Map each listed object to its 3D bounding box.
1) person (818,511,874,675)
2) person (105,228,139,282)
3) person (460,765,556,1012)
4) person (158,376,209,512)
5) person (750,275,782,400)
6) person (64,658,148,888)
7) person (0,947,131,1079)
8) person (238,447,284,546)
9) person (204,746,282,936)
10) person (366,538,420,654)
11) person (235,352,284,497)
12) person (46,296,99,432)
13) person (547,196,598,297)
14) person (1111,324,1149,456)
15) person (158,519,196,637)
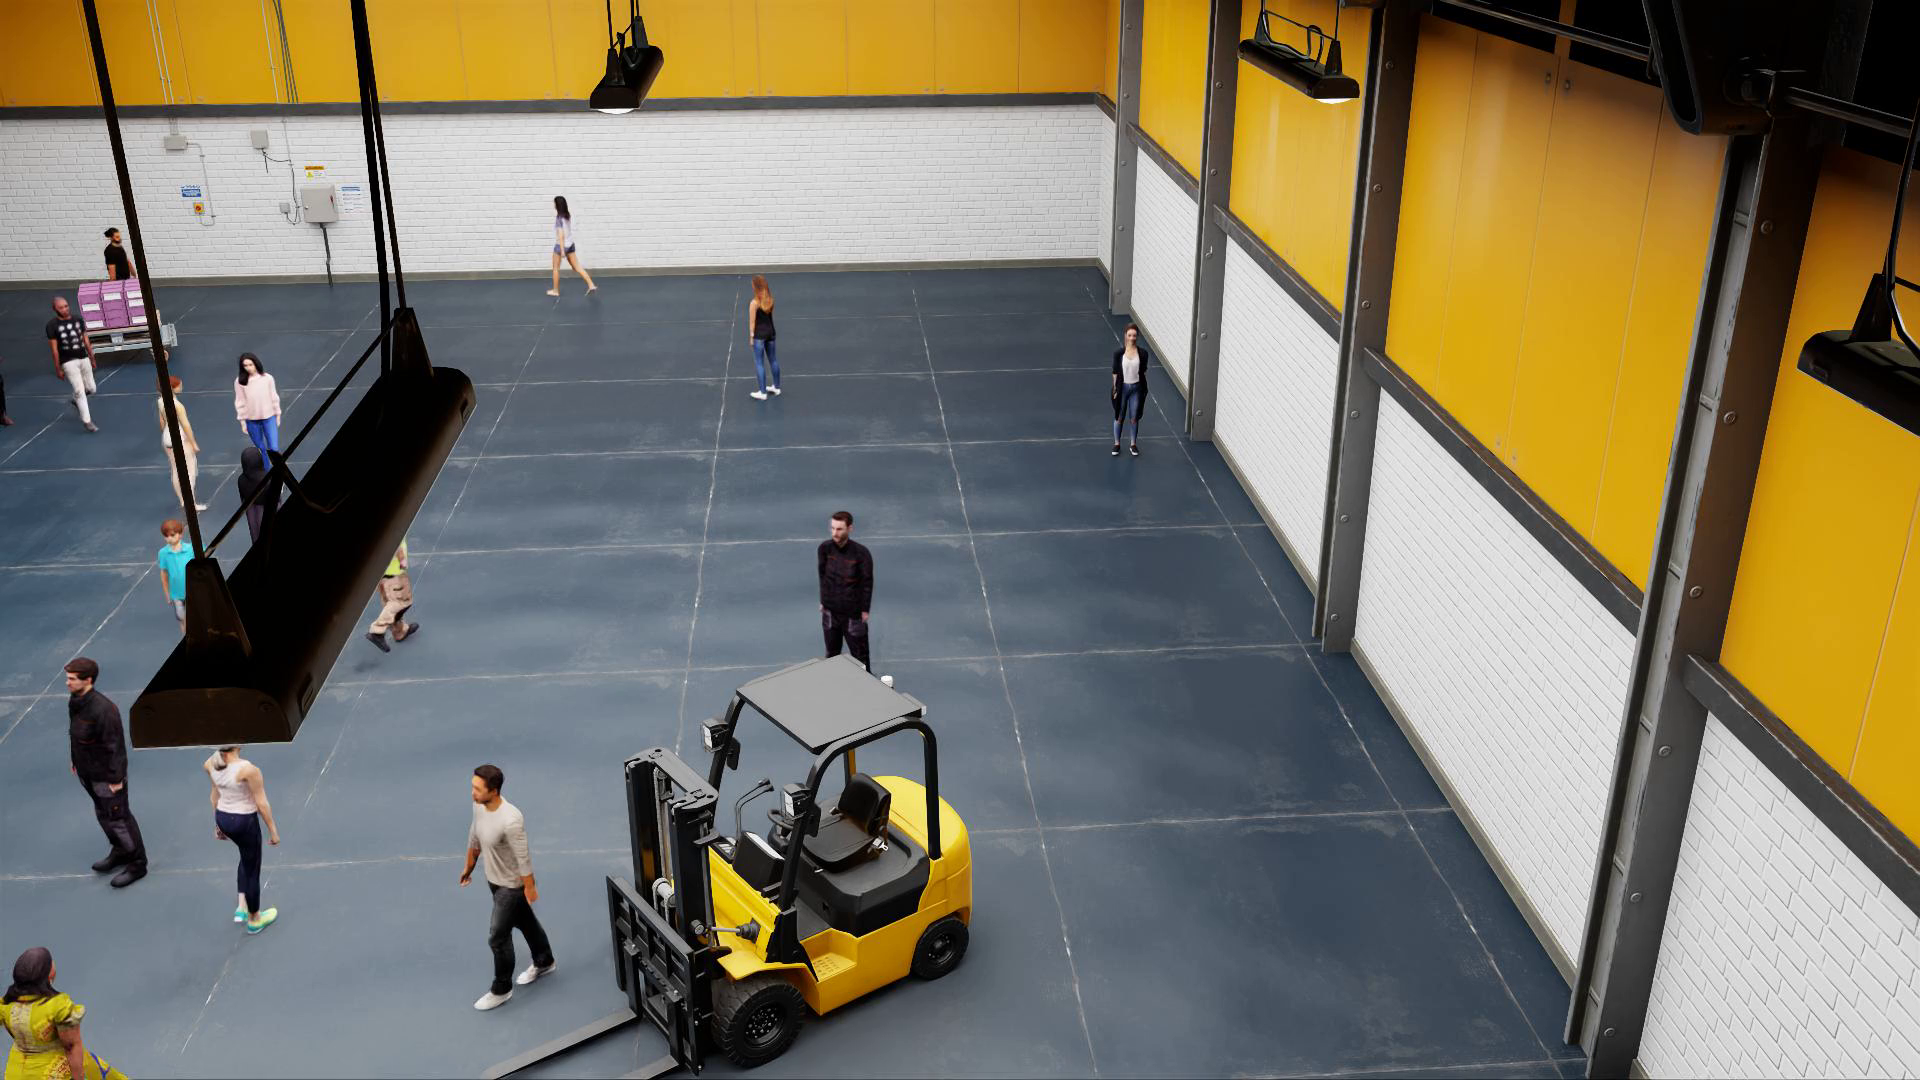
[{"bbox_3d":[-1.044,0.620,14.938,0.774,1.915,0.755,9,25,20],"label":"person"},{"bbox_3d":[-13.011,-3.935,25.605,0.886,1.718,1.048,-8,25,-19],"label":"person"},{"bbox_3d":[-2.989,2.272,11.324,0.992,1.784,0.968,-18,29,-35],"label":"person"},{"bbox_3d":[-9.110,-1.137,19.314,0.743,1.631,0.720,6,24,14],"label":"person"},{"bbox_3d":[-2.716,-2.828,23.072,0.705,1.719,0.642,18,29,35],"label":"person"},{"bbox_3d":[-6.446,1.706,12.550,0.800,1.838,0.856,18,29,36],"label":"person"},{"bbox_3d":[-5.253,3.148,9.538,0.883,1.608,1.320,1,24,1],"label":"person"},{"bbox_3d":[-7.196,-0.216,17.225,0.671,1.614,0.686,6,24,13],"label":"person"},{"bbox_3d":[-5.172,2.097,11.833,0.735,1.696,0.754,8,25,18],"label":"person"},{"bbox_3d":[-5.544,0.222,15.954,1.006,1.832,1.092,15,28,30],"label":"person"},{"bbox_3d":[-8.349,-1.414,19.836,0.825,1.719,1.170,-8,25,-18],"label":"person"},{"bbox_3d":[-11.666,-2.332,21.853,1.081,1.786,1.034,17,29,35],"label":"person"},{"bbox_3d":[-6.510,-4.868,27.766,0.929,1.696,1.147,6,24,14],"label":"person"},{"bbox_3d":[2.131,-1.899,20.991,0.650,1.682,0.588,1,24,2],"label":"person"},{"bbox_3d":[-7.400,0.445,15.930,0.588,1.441,0.701,-6,24,-14],"label":"person"}]
